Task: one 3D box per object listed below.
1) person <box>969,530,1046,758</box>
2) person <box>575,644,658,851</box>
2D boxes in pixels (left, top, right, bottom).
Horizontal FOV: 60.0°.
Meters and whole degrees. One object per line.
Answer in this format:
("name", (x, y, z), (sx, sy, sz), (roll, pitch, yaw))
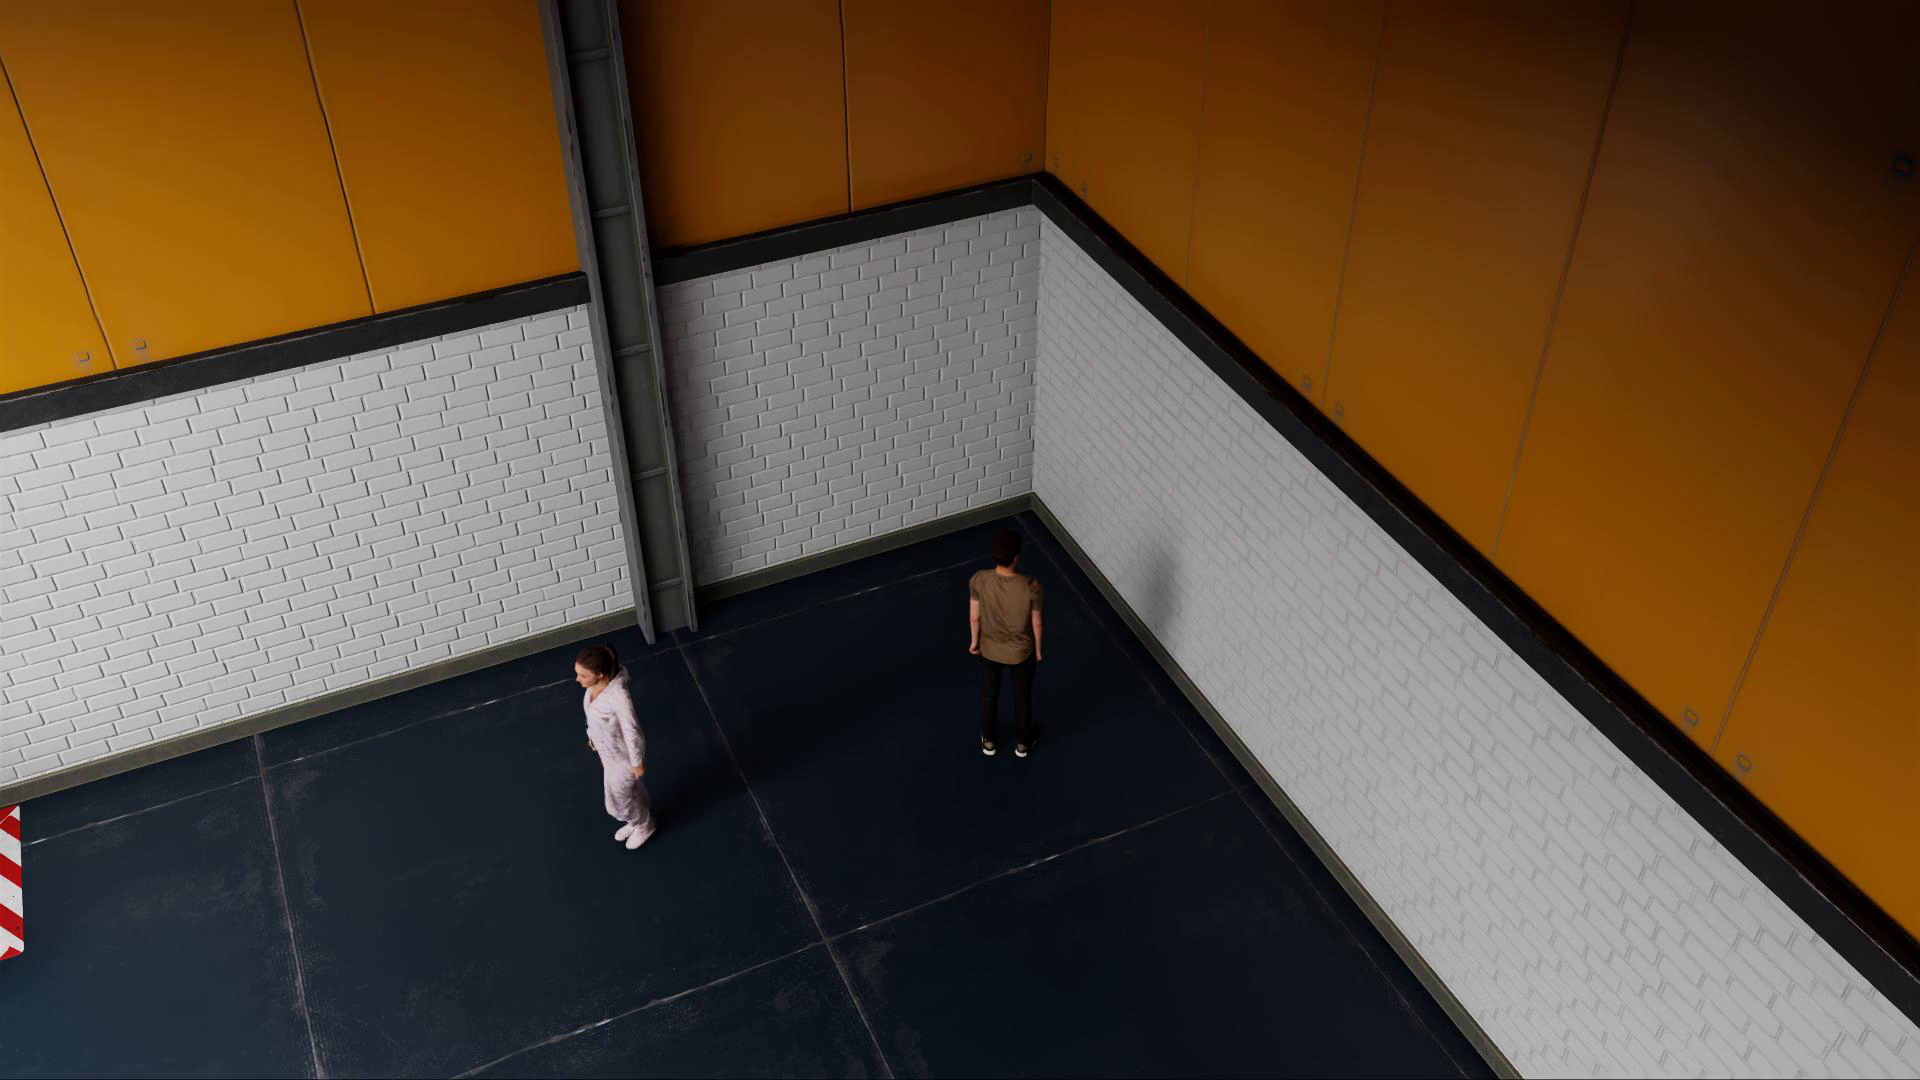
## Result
("person", (0.310, 0.708, 11.097), (0.721, 1.850, 0.813), (8, 39, 10))
("person", (-2.083, 1.268, 10.530), (0.657, 1.681, 0.695), (-25, 45, -28))
